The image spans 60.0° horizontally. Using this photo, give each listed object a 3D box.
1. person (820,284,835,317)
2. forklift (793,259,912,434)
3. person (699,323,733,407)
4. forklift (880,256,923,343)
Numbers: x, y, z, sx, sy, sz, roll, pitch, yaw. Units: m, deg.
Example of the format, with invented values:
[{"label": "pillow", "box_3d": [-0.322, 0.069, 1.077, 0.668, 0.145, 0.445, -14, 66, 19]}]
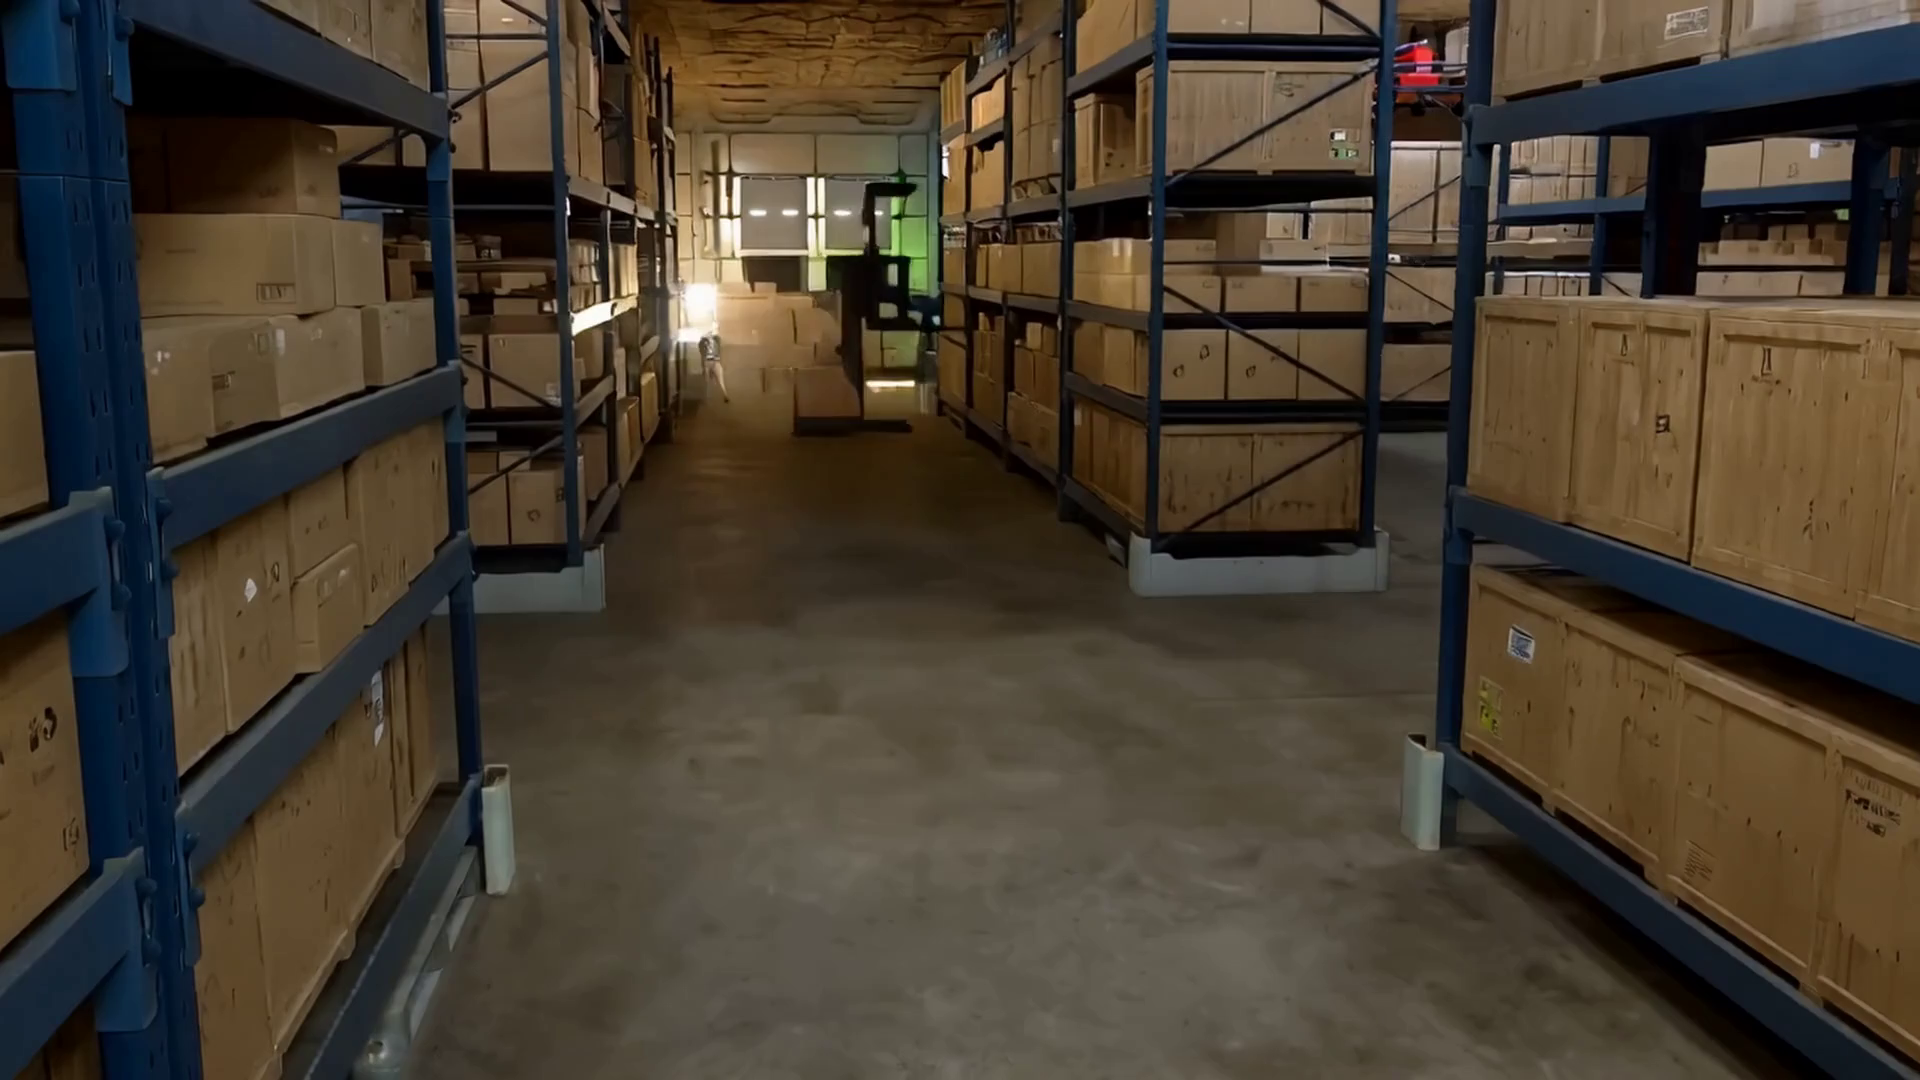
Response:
[{"label": "person", "box_3d": [-4.279, -7.428, 54.573, 0.639, 1.932, 0.364, 0, 10, 1]}, {"label": "forklift", "box_3d": [-1.771, -3.151, 26.911, 1.873, 2.768, 1.129, -1, 10, -7]}, {"label": "person", "box_3d": [-4.721, -3.327, 31.688, 0.528, 1.580, 0.878, -9, 14, -44]}, {"label": "forklift", "box_3d": [-2.114, -7.817, 54.072, 1.129, 2.768, 1.873, -6, 12, -33]}]
